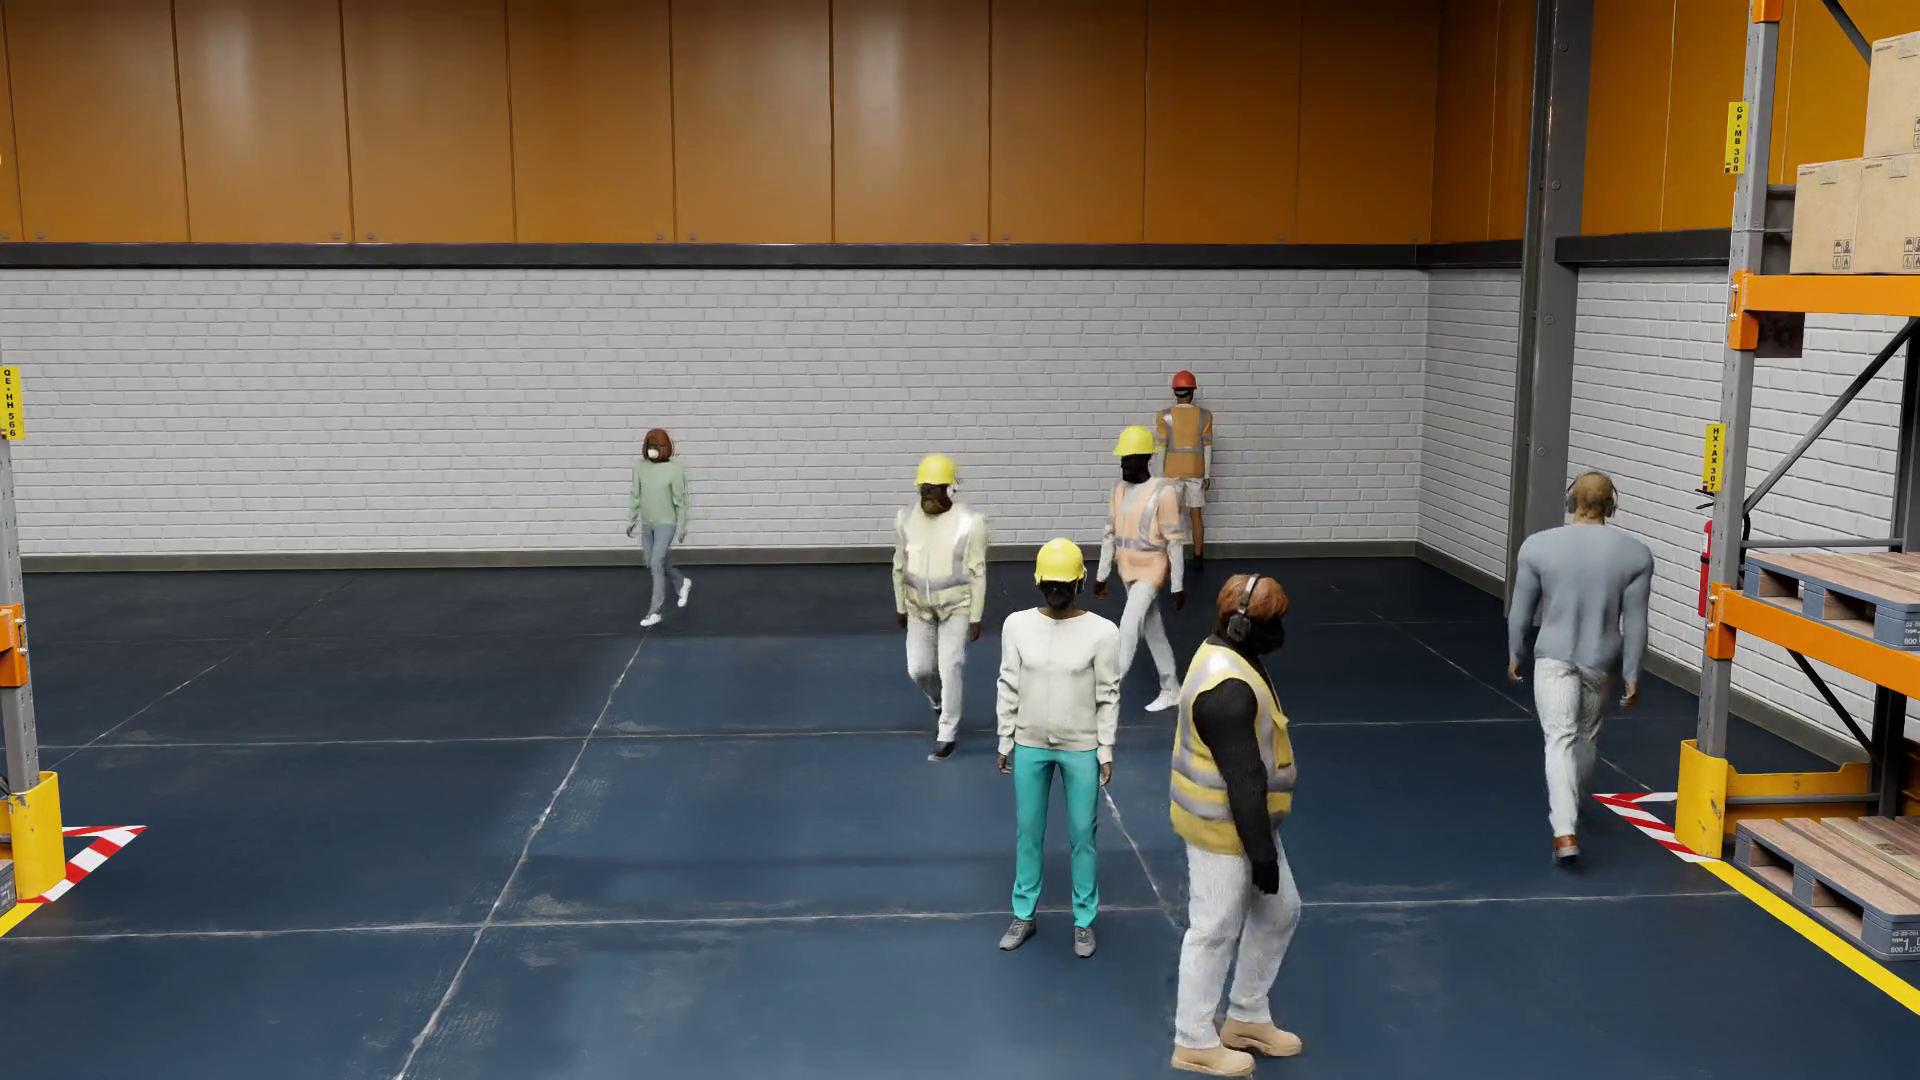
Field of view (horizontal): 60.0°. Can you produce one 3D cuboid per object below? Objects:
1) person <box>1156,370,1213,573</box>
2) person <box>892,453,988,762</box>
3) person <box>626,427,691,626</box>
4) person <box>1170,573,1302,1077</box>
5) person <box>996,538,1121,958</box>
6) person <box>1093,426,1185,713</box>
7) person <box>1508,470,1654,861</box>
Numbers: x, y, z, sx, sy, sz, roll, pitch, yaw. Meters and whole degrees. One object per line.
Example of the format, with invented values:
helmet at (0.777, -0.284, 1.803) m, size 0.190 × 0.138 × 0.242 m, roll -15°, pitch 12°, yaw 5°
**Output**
person at (2.123, -0.643, 15.836) m, size 0.543 × 1.932 × 0.376 m, roll 0°, pitch 9°, yaw 0°
person at (-0.107, 0.369, 9.836) m, size 0.598 × 1.816 × 0.566 m, roll 3°, pitch 10°, yaw 19°
person at (-2.429, -0.135, 13.641) m, size 0.507 × 1.607 × 0.664 m, roll 5°, pitch 10°, yaw 28°
person at (1.027, 1.010, 5.819) m, size 0.602 × 1.814 × 0.630 m, roll 2°, pitch 9°, yaw 14°
person at (0.402, 0.859, 6.930) m, size 0.523 × 1.767 × 0.313 m, roll 2°, pitch 9°, yaw 15°
person at (1.074, 0.218, 10.576) m, size 0.988 × 1.875 × 0.612 m, roll -5°, pitch 10°, yaw -29°
person at (3.044, 0.601, 8.199) m, size 0.645 × 1.893 × 1.051 m, roll 2°, pitch 9°, yaw 14°
